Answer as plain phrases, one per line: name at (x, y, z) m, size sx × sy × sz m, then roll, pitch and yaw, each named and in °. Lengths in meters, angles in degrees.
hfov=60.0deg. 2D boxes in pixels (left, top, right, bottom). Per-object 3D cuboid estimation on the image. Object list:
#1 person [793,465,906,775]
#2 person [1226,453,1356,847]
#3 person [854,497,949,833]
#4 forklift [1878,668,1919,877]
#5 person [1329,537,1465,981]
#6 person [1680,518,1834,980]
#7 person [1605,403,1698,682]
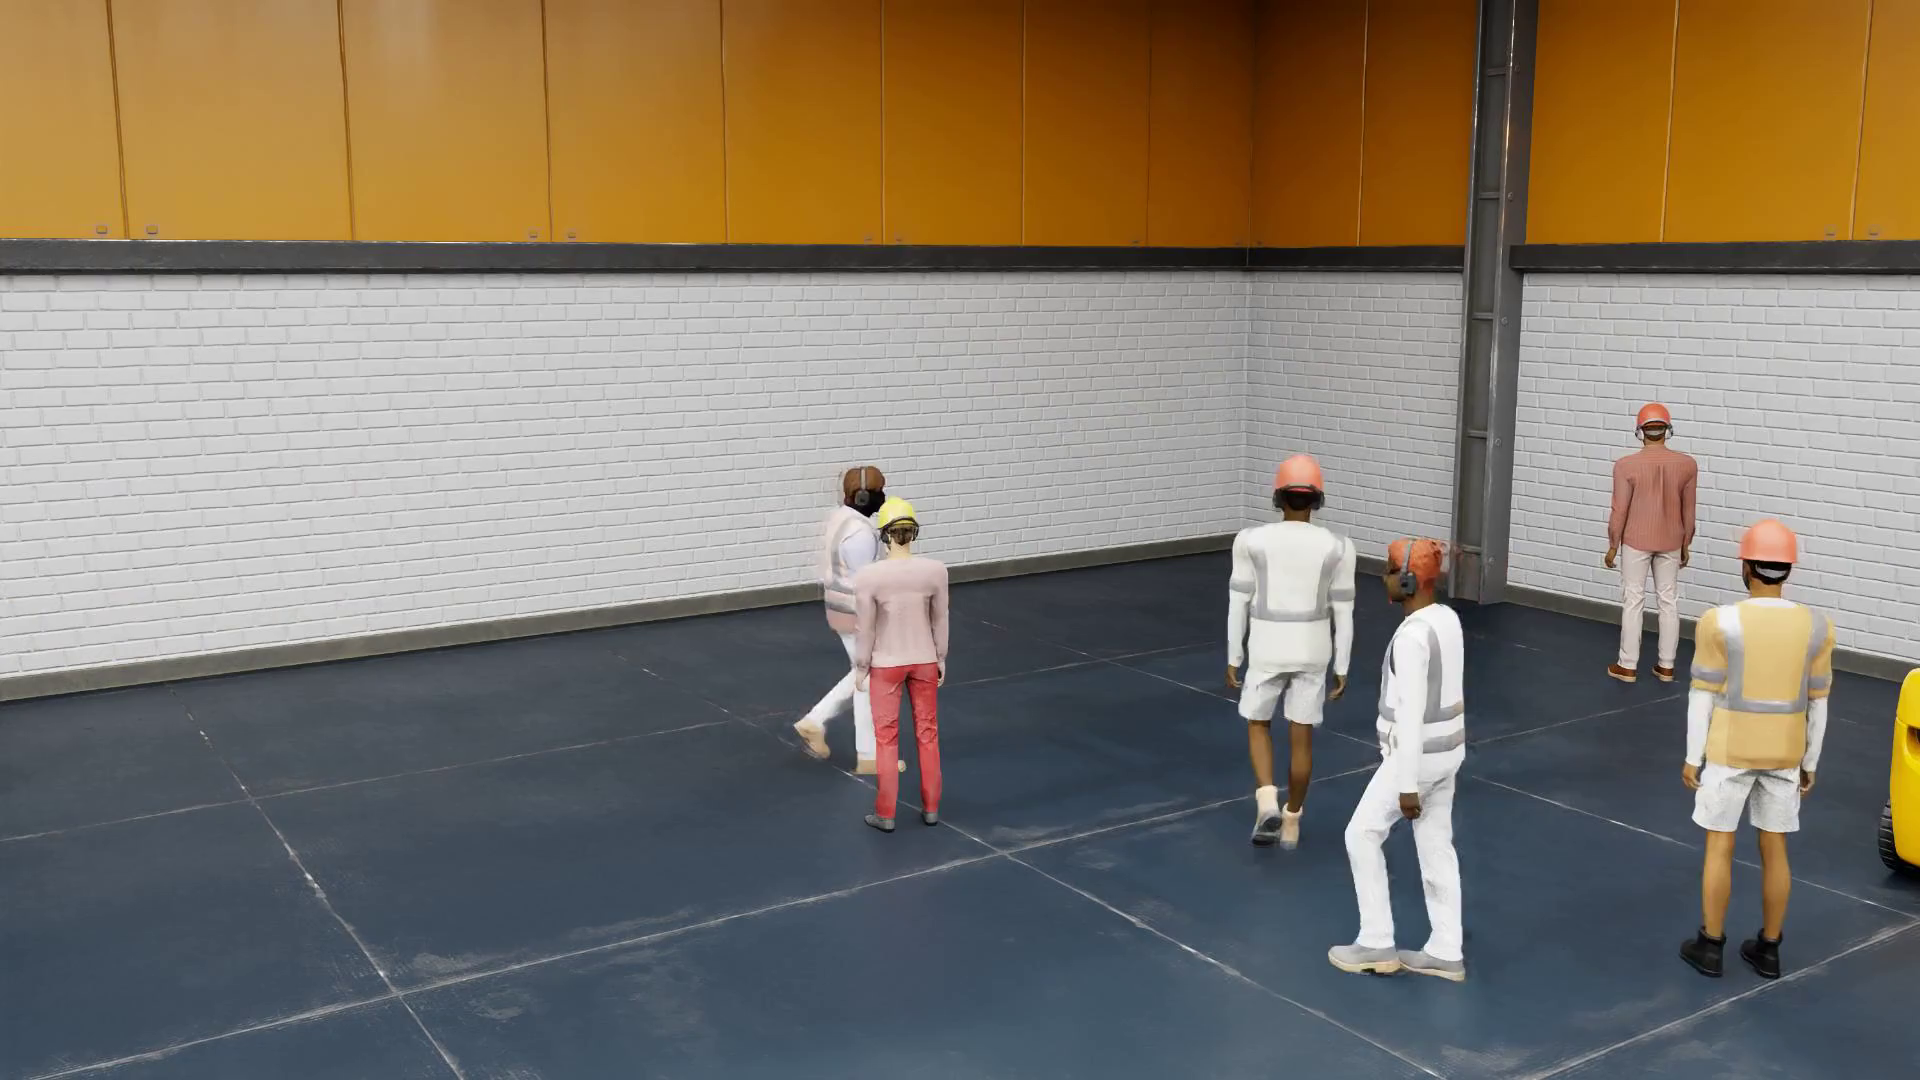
person at (-0.627, 0.472, 9.620) m, size 0.549 × 1.824 × 0.632 m, roll -2°, pitch 10°, yaw -9°
person at (1.652, 0.582, 8.327) m, size 0.624 × 2.033 × 0.554 m, roll 1°, pitch 10°, yaw 8°
person at (-0.311, 0.654, 8.717) m, size 0.522 × 1.762 × 0.320 m, roll -4°, pitch 10°, yaw -21°
forklift at (5.511, 0.571, 7.906) m, size 2.313 × 2.155 × 1.214 m, roll -6°, pitch 11°, yaw -33°
person at (1.827, 0.906, 6.900) m, size 0.679 × 1.863 × 0.590 m, roll 7°, pitch 12°, yaw 38°
person at (3.284, 0.870, 6.926) m, size 0.549 × 1.925 × 0.406 m, roll 1°, pitch 9°, yaw 4°
person at (4.900, 0.024, 11.826) m, size 0.608 × 1.986 × 0.391 m, roll 0°, pitch 9°, yaw 0°
